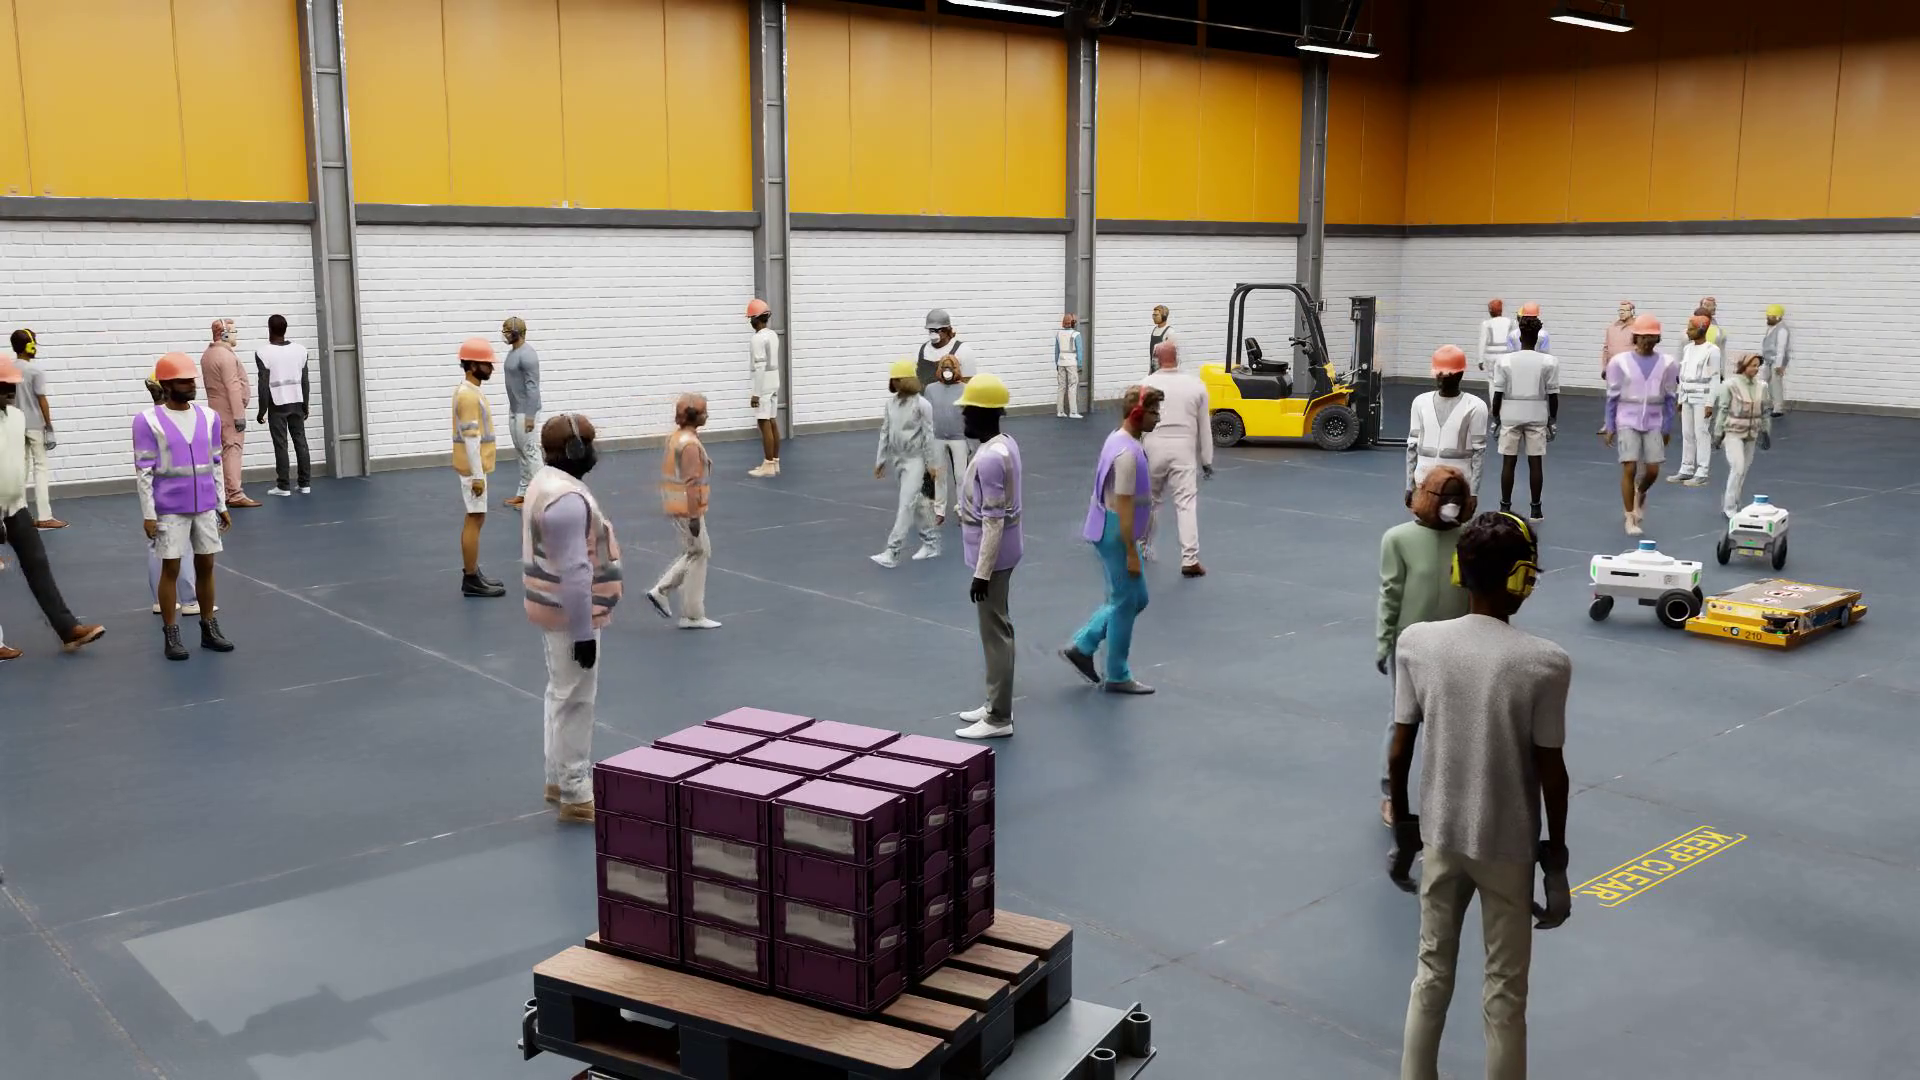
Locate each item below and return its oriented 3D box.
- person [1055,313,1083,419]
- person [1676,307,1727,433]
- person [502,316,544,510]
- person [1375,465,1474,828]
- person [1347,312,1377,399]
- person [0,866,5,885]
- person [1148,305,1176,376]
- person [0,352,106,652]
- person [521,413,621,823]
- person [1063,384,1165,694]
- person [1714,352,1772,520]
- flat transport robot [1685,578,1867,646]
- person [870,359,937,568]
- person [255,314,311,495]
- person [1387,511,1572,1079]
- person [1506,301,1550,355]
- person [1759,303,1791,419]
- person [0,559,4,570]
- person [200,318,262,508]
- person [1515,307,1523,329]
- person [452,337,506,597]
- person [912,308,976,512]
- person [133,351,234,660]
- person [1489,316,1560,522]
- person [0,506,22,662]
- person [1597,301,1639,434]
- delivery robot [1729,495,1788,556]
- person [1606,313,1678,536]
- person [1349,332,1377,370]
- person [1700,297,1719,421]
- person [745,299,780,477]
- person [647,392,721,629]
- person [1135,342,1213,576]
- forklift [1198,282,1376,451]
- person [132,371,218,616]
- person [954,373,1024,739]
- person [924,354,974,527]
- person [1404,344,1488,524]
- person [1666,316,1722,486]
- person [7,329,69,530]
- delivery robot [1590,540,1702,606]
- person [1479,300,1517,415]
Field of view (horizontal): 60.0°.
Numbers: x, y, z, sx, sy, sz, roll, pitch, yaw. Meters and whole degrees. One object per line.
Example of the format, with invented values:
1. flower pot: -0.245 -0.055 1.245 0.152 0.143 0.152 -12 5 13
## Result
1. person: 1.703 -2.718 26.030 0.523 1.638 0.310 9 13 42
2. person: 10.335 -2.341 23.263 0.648 1.827 0.449 2 10 13
3. person: -4.383 -1.266 16.661 0.378 1.937 0.628 -6 11 -29
4. person: 2.096 0.473 7.354 0.515 1.628 0.294 0 10 2
5. person: 5.730 -2.504 24.002 0.868 1.891 0.605 -2 10 -10
6. person: -4.137 0.566 6.094 0.644 1.895 1.015 4 10 21
7. person: 2.845 -2.401 23.568 0.347 1.847 0.505 -5 11 -27
8. person: -5.998 -0.203 10.440 1.026 1.931 0.665 1 10 8
9. person: -1.742 0.354 7.499 0.430 1.833 0.661 -3 10 -19
10. person: 0.914 0.011 9.537 0.487 1.816 0.589 1 10 8
11. person: 7.497 -0.979 15.876 0.538 1.620 0.500 -3 10 -16
12. flat transport robot: 5.585 0.474 11.339 1.431 0.197 0.652 -9 13 -42
13. person: -0.466 -0.633 13.656 0.510 1.690 0.912 9 13 43
14. person: -7.170 -1.428 17.653 0.392 1.920 0.587 7 12 36
15. person: 1.409 0.844 4.518 0.519 1.865 0.331 8 13 40
16. person: 7.418 -2.140 21.760 0.545 1.942 0.354 5 11 25
17. person: 12.701 -2.790 25.931 0.436 1.808 0.612 1 10 6
18. person: -8.065 -0.619 12.916 1.065 1.939 0.620 -6 11 -32
19. person: -7.382 -1.280 16.825 0.407 1.910 0.639 -9 13 -43
20. person: 8.644 -2.712 25.631 0.317 1.765 0.522 3 10 16
21. person: -3.589 -0.543 12.430 0.378 1.932 0.551 -3 10 -17
22. person: -0.200 -1.294 16.517 0.691 2.000 0.537 4 11 24
23. person: -4.897 -0.222 10.525 0.340 1.942 0.551 8 13 39
24. person: 5.381 -1.147 15.870 0.618 1.964 0.361 3 10 17
25. person: -6.189 -0.144 10.305 0.521 1.865 0.328 -1 10 -5
26. person: 9.358 -2.419 23.495 0.407 1.910 0.638 -9 13 -42
27. delivery robot: 6.605 -0.127 13.750 0.477 0.478 0.707 7 12 35
28. person: 6.208 -1.063 15.213 0.614 2.026 0.602 2 10 10
29. person: 6.310 -2.762 26.123 0.321 1.694 0.529 -5 11 -25
30. person: 11.436 -2.771 25.545 0.642 1.913 0.410 -8 12 -38
31. person: -2.277 -1.737 19.111 0.394 2.040 0.609 2 10 12
32. person: -1.853 -0.191 11.263 0.422 1.621 0.536 -3 10 -17
33. person: 1.687 -0.663 13.440 0.720 1.836 1.038 -1 10 -5
34. forklift: 4.328 -2.346 22.227 2.313 2.155 1.214 3 10 16
35. person: -5.562 -0.337 11.745 0.524 1.760 0.328 3 10 19
36. person: 0.150 0.086 8.762 0.362 1.930 0.585 1 10 6
37. person: -0.099 -0.930 15.607 0.501 1.628 0.286 3 10 16
38. person: 3.340 -0.385 11.506 0.544 1.935 0.361 6 12 33
39. person: 8.139 -1.535 18.388 0.337 1.881 0.583 -2 10 -11
40. person: -8.627 -1.019 15.421 0.534 1.864 0.310 2 10 14
41. delivery robot: 4.766 0.246 11.566 0.707 0.478 0.477 5 11 26
42. person: 8.551 -2.876 26.381 0.680 1.843 0.614 0 10 2
